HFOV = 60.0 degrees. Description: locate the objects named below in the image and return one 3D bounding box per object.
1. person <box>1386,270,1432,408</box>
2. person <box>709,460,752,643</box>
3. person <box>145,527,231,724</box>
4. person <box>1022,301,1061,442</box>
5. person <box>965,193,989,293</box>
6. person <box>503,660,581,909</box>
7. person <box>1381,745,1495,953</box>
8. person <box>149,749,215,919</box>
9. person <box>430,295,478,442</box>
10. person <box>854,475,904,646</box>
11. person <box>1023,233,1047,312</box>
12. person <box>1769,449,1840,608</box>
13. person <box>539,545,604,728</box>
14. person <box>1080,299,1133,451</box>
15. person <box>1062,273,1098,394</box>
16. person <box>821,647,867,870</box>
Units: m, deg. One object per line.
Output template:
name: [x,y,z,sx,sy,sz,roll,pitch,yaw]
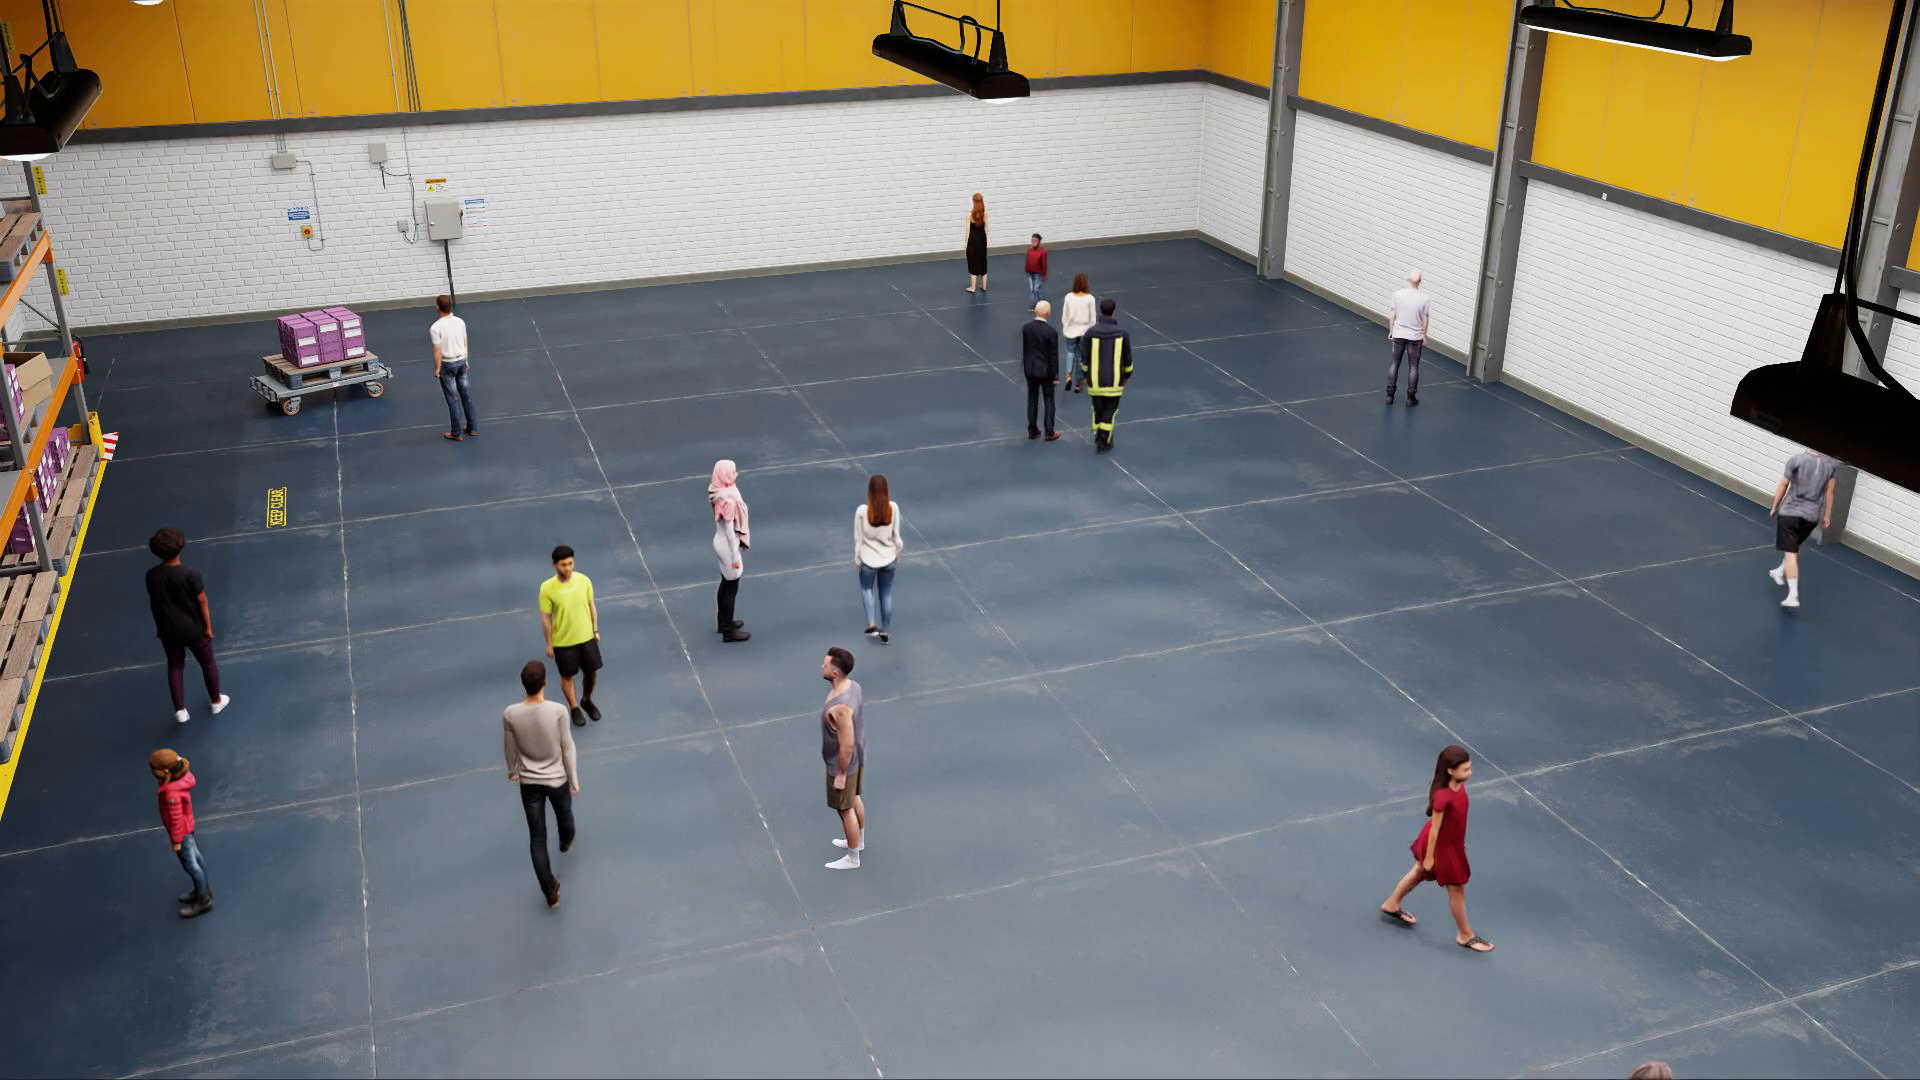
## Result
person: [5.946,-2.698,22.118,0.744,1.831,0.807,11,26,23]
person: [-2.203,0.093,15.772,0.662,1.800,0.490,-8,25,-18]
person: [-6.717,0.723,14.321,0.696,1.809,0.790,-4,24,-9]
person: [0.974,-2.110,20.819,0.804,1.794,0.880,13,27,27]
person: [0.281,-4.908,27.430,0.587,1.626,0.600,-12,26,-25]
person: [-2.992,1.779,11.895,0.848,1.816,1.218,-3,24,-7]
person: [3.273,2.096,11.551,1.077,1.511,0.964,14,27,28]
person: [-5.539,2.060,11.877,0.569,1.315,0.435,-9,25,-20]
person: [-6.362,-2.178,20.898,0.763,1.856,0.751,17,29,34]
person: [-0.747,0.217,15.634,0.647,1.683,0.597,-5,24,-11]
person: [1.226,-4.262,26.429,0.567,1.245,0.644,15,28,30]
person: [8.317,-0.209,16.413,1.033,1.841,1.304,3,24,7]
person: [-3.366,0.792,14.299,0.693,1.699,0.659,-13,27,-27]
person: [1.788,-2.027,20.473,0.937,1.920,0.939,3,24,6]
person: [1.585,-2.759,22.459,0.789,1.671,0.847,8,25,17]
person: [-0.857,1.622,12.357,0.785,1.844,0.648,3,24,7]
